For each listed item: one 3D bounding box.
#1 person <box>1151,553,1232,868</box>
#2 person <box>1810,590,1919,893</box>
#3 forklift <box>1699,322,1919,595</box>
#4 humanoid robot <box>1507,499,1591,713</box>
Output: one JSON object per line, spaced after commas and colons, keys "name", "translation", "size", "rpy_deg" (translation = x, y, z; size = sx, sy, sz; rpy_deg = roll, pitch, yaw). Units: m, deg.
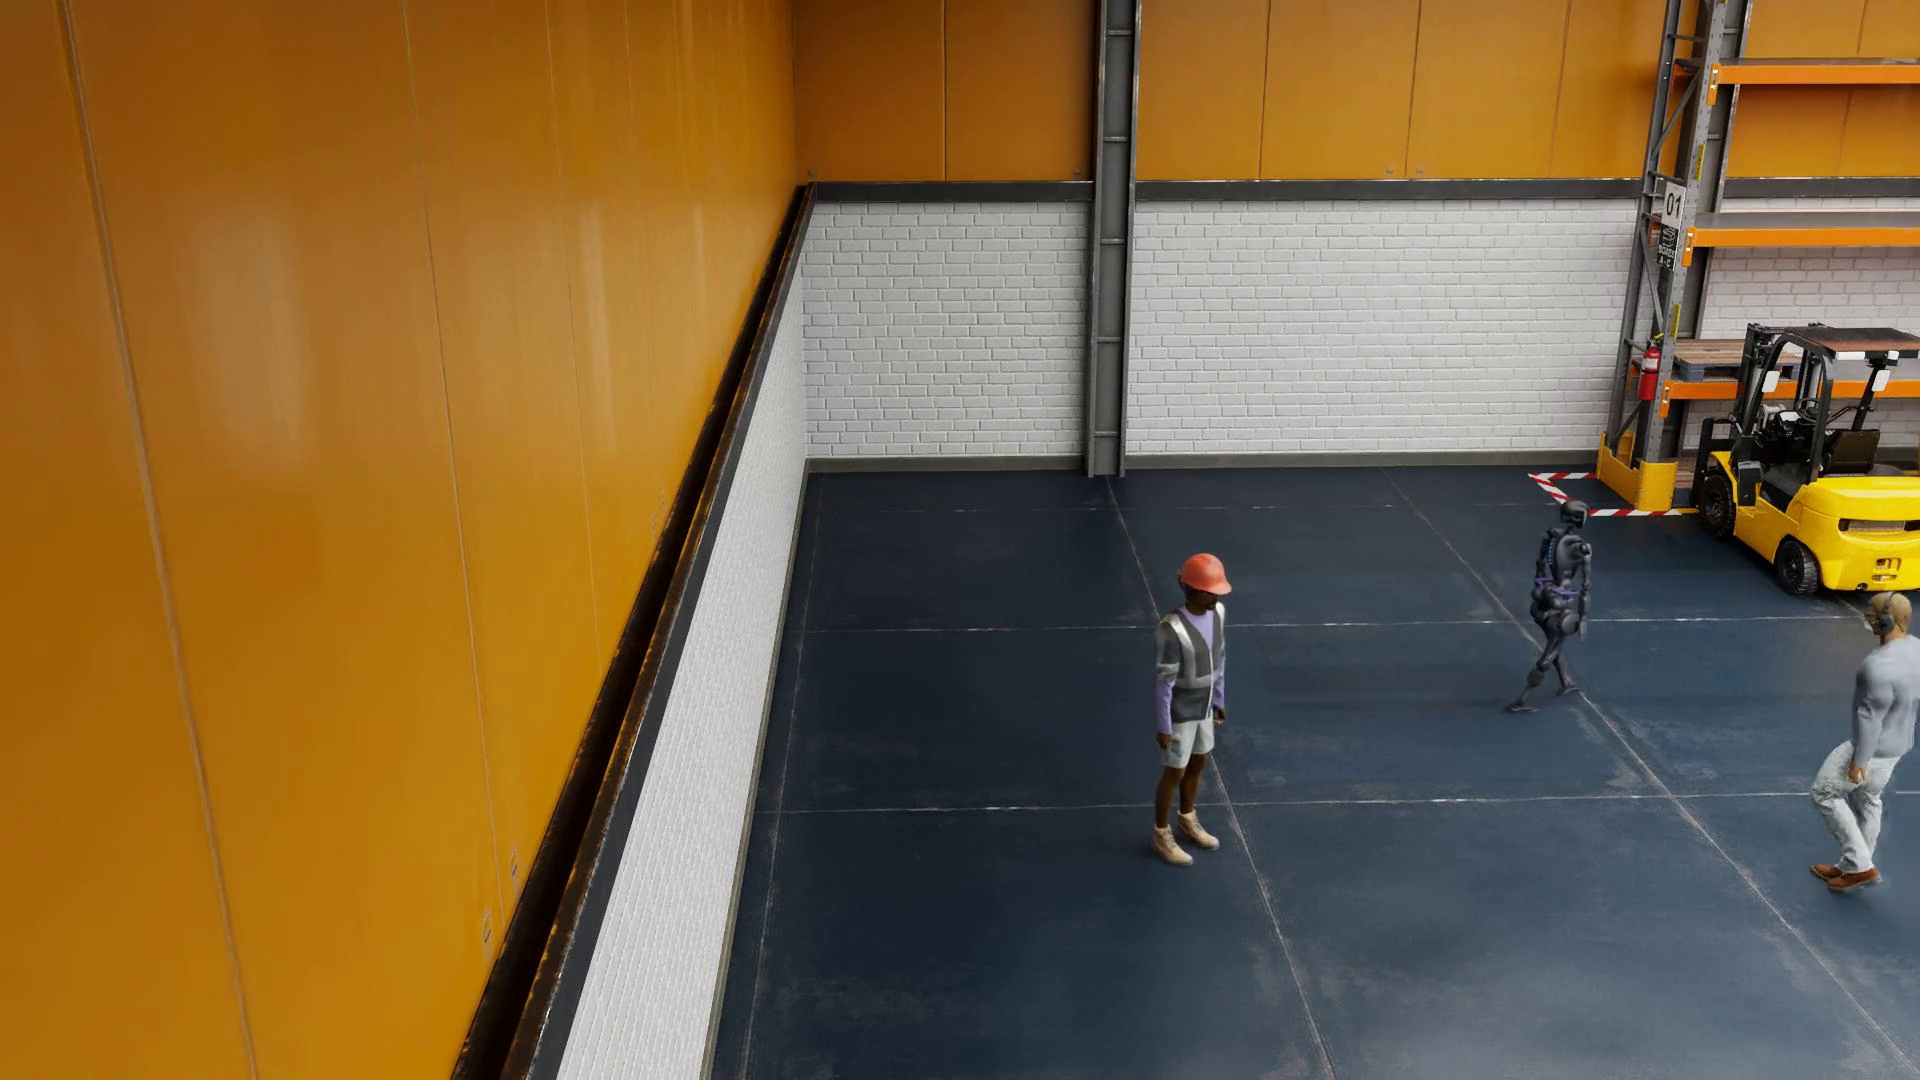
{"name": "person", "translation": [1.439, 1.033, 10.215], "size": [0.406, 2.034, 0.607], "rpy_deg": [18, 27, 41]}
{"name": "person", "translation": [5.393, 1.213, 9.877], "size": [0.639, 1.920, 0.445], "rpy_deg": [-17, 26, -39]}
{"name": "forklift", "translation": [7.809, -0.792, 14.926], "size": [1.214, 2.155, 2.313], "rpy_deg": [-1, 20, -2]}
{"name": "humanoid robot", "translation": [4.439, 0.477, 12.294], "size": [0.791, 1.620, 0.609], "rpy_deg": [-7, 21, -18]}
